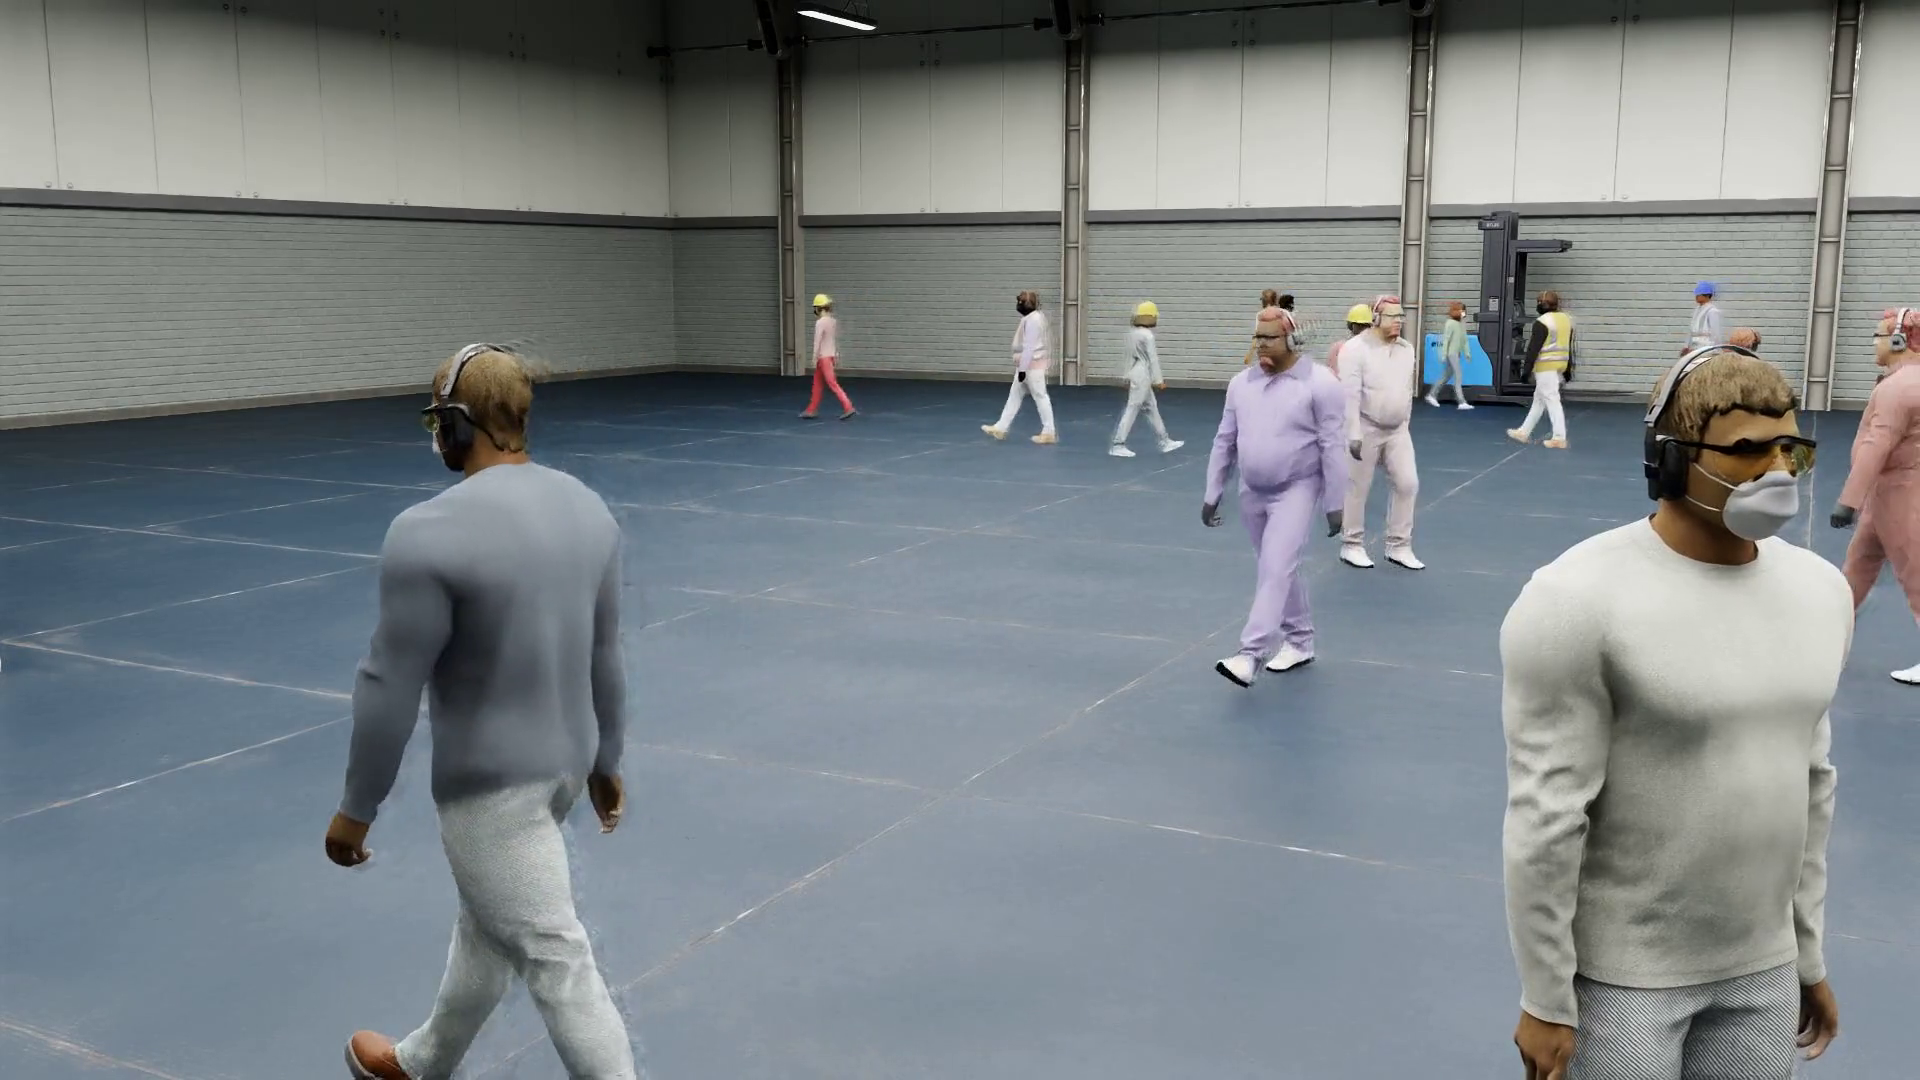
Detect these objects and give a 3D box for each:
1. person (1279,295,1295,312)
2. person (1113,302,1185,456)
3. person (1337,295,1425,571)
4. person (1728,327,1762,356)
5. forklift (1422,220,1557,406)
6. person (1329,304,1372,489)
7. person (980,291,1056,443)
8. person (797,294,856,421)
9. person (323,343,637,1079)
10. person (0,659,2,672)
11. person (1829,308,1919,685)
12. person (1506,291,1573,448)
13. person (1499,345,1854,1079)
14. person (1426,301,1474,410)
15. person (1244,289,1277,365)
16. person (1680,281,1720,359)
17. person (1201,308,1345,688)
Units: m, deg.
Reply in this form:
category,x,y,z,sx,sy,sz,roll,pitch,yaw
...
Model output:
category,x,y,z,sx,sy,sz,roll,pitch,yaw
person,4.904,-2.855,25.093,0.369,1.683,0.554,1,9,6
person,2.095,-1.777,18.436,0.894,1.695,0.506,-1,9,-9
person,2.894,-0.721,11.369,0.656,1.883,0.722,-4,10,-22
person,6.027,-0.827,12.834,0.755,1.609,0.539,-8,12,-42
forklift,8.245,-3.527,25.720,1.873,2.768,1.129,5,10,27
person,3.526,-1.220,14.823,0.523,1.759,0.433,-1,9,-3
person,0.720,-2.053,19.817,0.927,1.794,0.654,0,9,-2
person,-1.827,-2.517,22.906,0.883,1.728,0.532,2,9,14
person,-1.063,0.516,3.693,1.019,1.882,0.653,4,10,24
person,-5.111,-0.225,8.333,0.312,1.869,0.535,5,11,30
person,4.640,-0.230,8.400,0.976,1.855,0.663,7,12,38
person,6.753,-1.990,19.417,0.655,1.798,0.918,-8,12,-40
person,1.122,0.669,2.605,0.628,1.940,0.373,-4,10,-22
person,7.350,-2.774,24.892,0.816,1.597,0.503,8,12,41
person,4.319,-2.608,23.267,0.535,1.805,0.958,-9,13,-43
person,10.678,-2.746,23.818,1.008,1.903,0.618,1,9,6
person,1.501,-0.210,8.261,0.979,1.854,0.679,-8,13,-42
